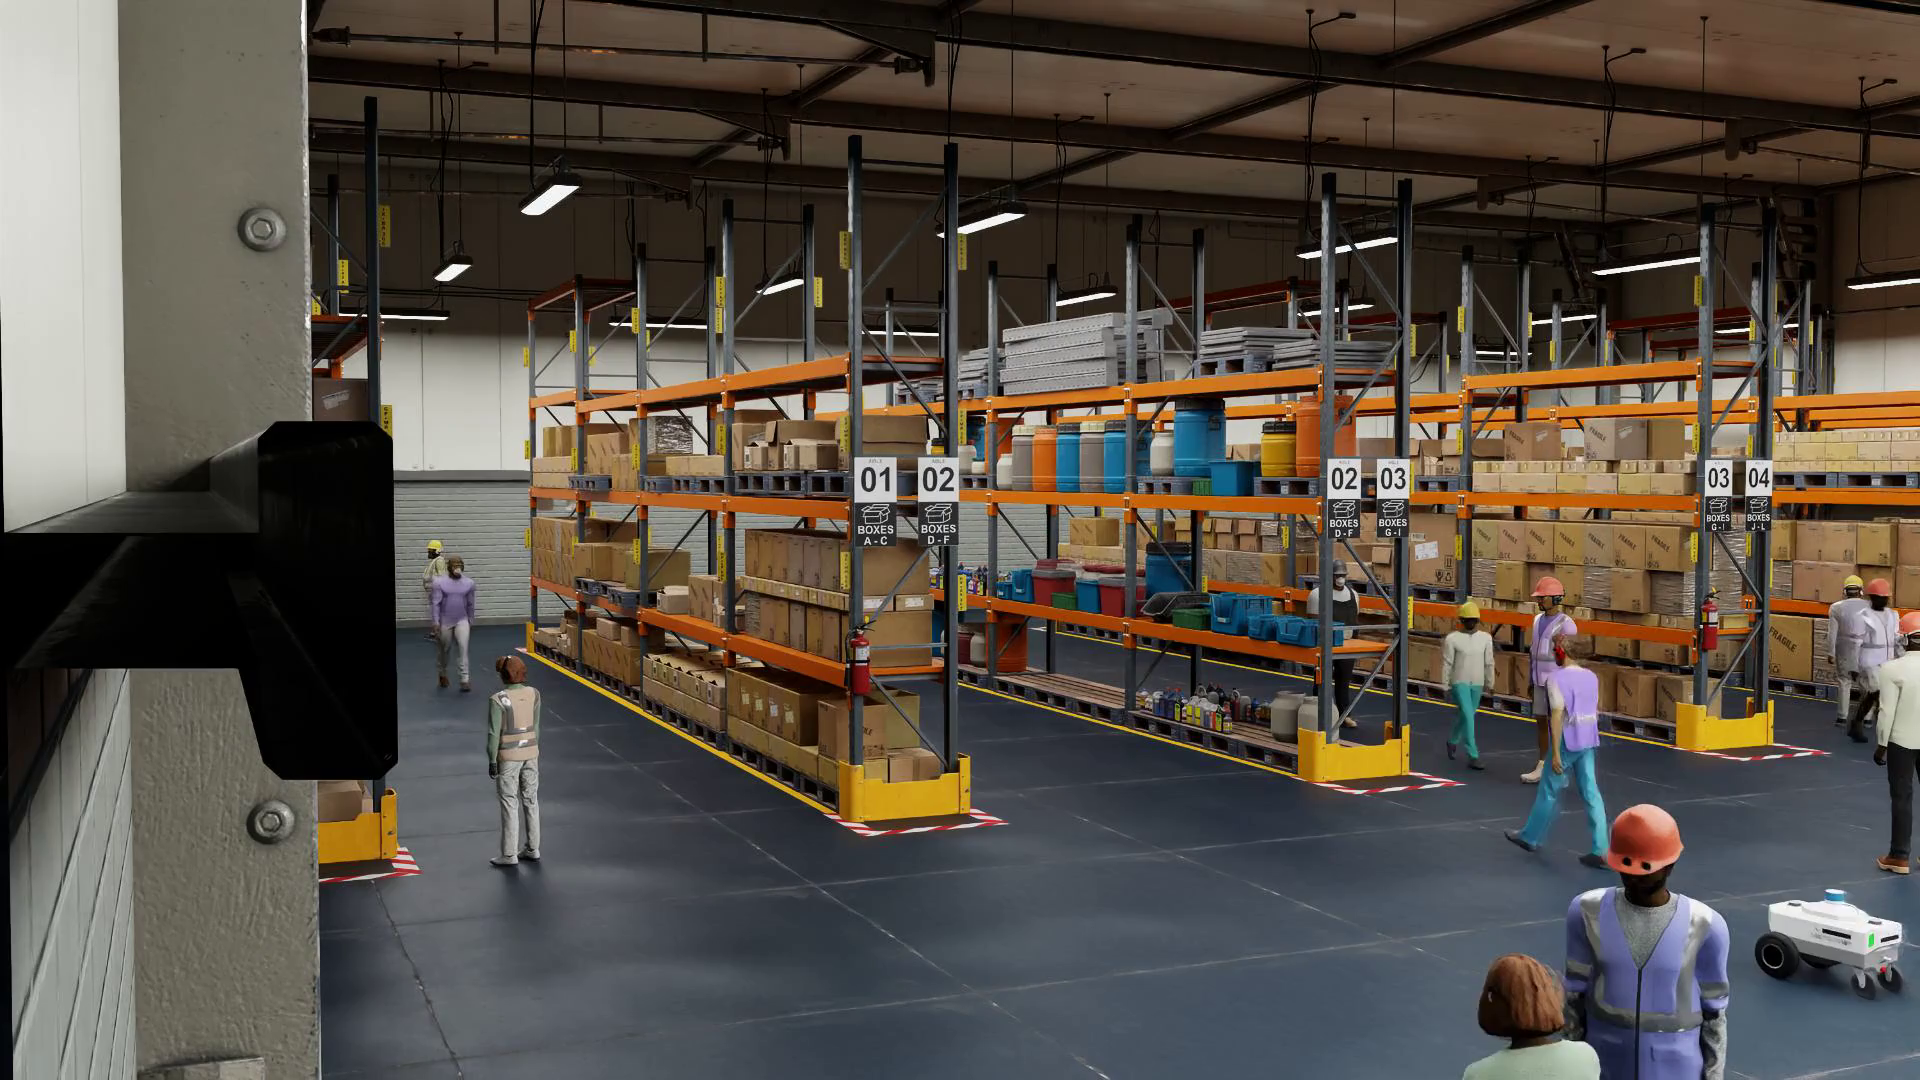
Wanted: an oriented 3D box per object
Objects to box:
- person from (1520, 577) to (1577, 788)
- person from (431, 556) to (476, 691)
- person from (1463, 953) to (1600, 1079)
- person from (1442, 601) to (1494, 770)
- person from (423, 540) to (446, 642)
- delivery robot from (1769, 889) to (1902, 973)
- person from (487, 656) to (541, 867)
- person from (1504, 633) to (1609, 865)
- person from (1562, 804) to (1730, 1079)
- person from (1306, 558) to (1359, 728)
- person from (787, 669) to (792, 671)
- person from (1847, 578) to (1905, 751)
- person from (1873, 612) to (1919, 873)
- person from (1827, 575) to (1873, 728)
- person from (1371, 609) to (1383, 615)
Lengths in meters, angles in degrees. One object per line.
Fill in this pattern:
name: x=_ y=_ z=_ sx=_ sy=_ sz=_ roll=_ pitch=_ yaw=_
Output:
person: x=5.745 y=1.381 z=17.491 sx=0.374 sy=2.044 sz=0.607 roll=-1 pitch=2 yaw=-19
person: x=-7.173 y=1.157 z=25.325 sx=0.634 sy=1.900 sz=0.990 roll=-1 pitch=2 yaw=-27
person: x=1.756 y=2.068 z=5.450 sx=0.497 sy=1.595 sz=0.862 roll=-1 pitch=2 yaw=-14
person: x=5.299 y=1.490 z=18.813 sx=0.530 sy=1.725 sz=0.884 roll=0 pitch=2 yaw=-11
person: x=-9.487 y=0.913 z=32.352 sx=0.404 sy=1.837 sz=0.592 roll=-1 pitch=3 yaw=-31
delivery robot: x=5.252 y=2.347 z=10.762 sx=0.477 sy=0.478 sz=0.707 roll=-1 pitch=2 yaw=-31
person: x=-3.485 y=1.718 z=14.029 sx=0.315 sy=1.629 sz=0.508 roll=2 pitch=3 yaw=35
person: x=4.785 y=1.631 z=14.171 sx=0.587 sy=1.786 sz=0.975 roll=-1 pitch=3 yaw=-31
person: x=2.375 y=1.870 z=6.237 sx=0.545 sy=1.927 sz=0.385 roll=1 pitch=2 yaw=27
person: x=4.516 y=1.253 z=21.427 sx=0.674 sy=2.000 sz=0.535 roll=-1 pitch=2 yaw=-18
person: x=-2.175 y=1.173 z=24.405 sx=0.614 sy=1.936 sz=0.902 roll=-1 pitch=2 yaw=-16
person: x=10.232 y=1.365 z=20.005 sx=0.546 sy=1.892 sz=0.977 roll=-1 pitch=2 yaw=-17
person: x=7.330 y=1.547 z=13.764 sx=0.622 sy=1.993 sz=0.382 roll=0 pitch=2 yaw=-4
person: x=10.737 y=1.336 z=21.518 sx=0.588 sy=1.822 sz=0.403 roll=1 pitch=2 yaw=20
person: x=7.334 y=0.979 z=31.561 sx=0.587 sy=1.775 sz=0.977 roll=-1 pitch=2 yaw=-20
